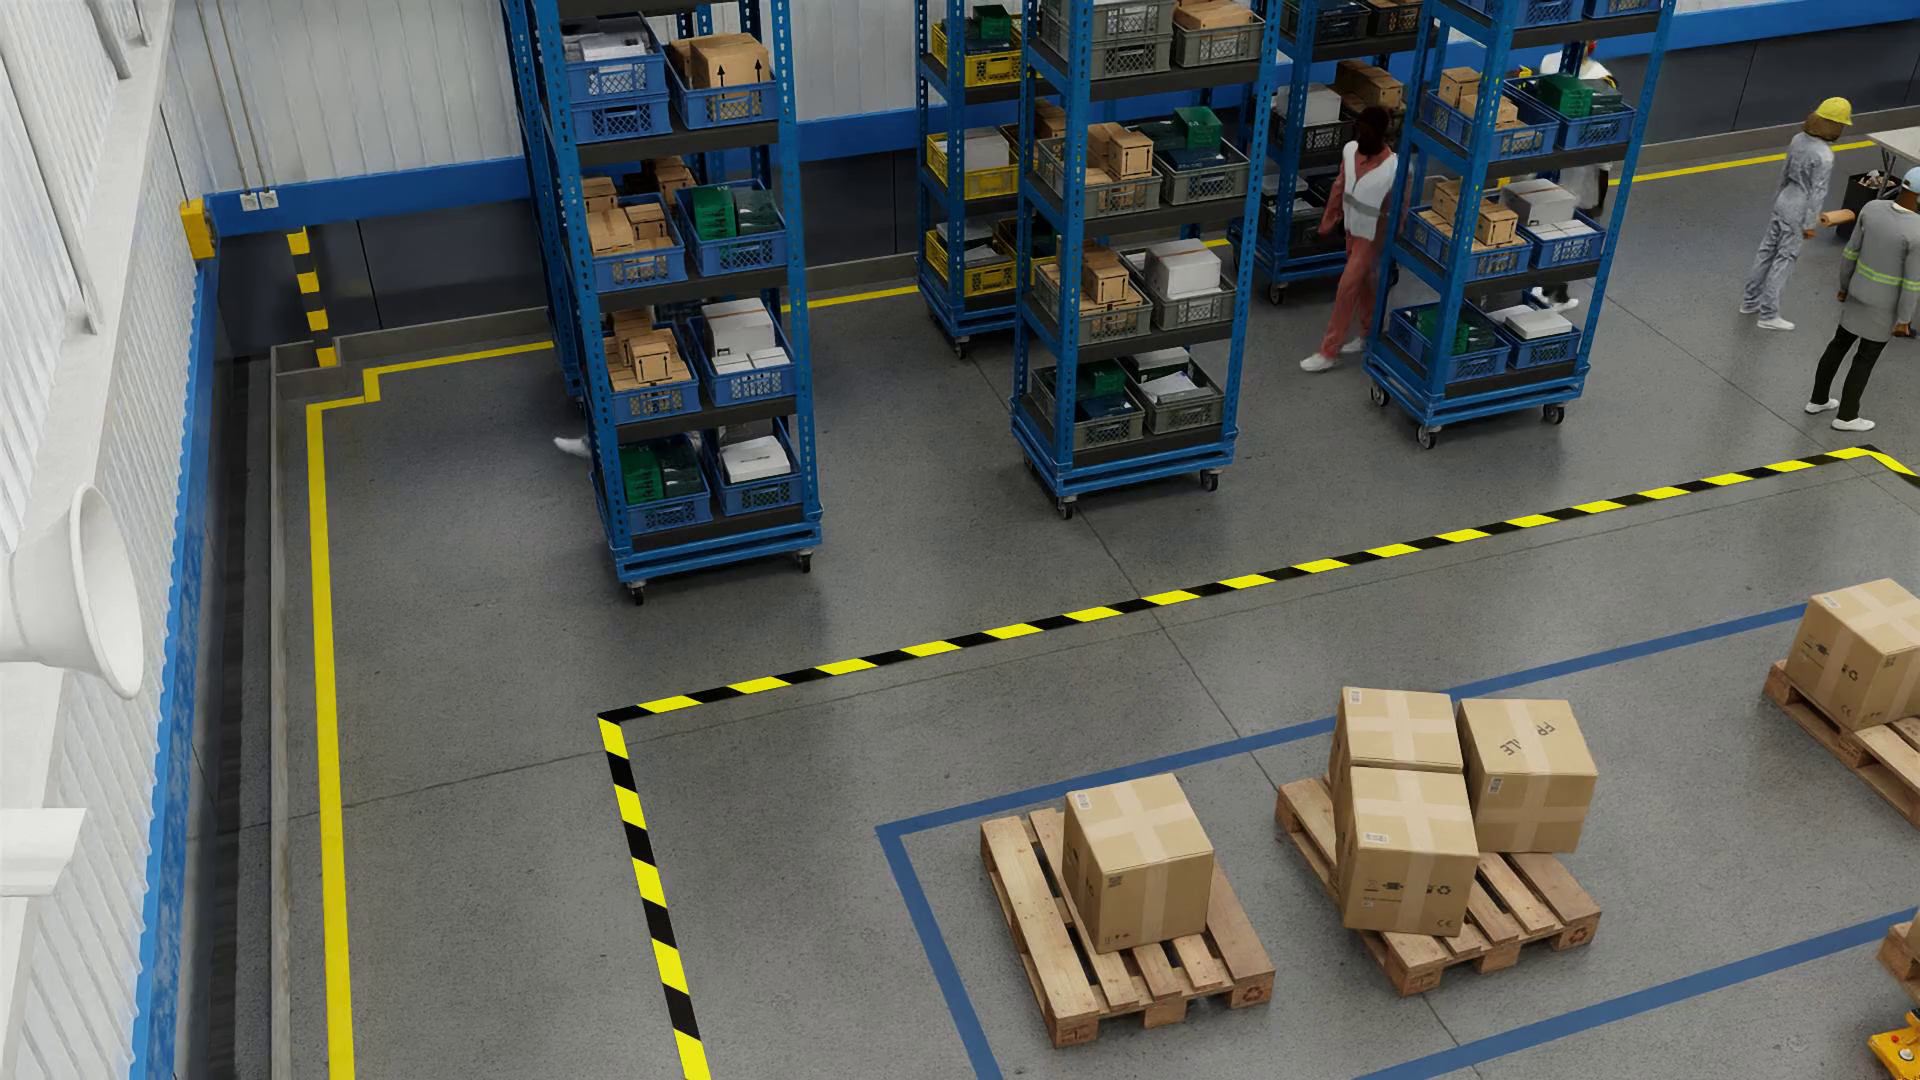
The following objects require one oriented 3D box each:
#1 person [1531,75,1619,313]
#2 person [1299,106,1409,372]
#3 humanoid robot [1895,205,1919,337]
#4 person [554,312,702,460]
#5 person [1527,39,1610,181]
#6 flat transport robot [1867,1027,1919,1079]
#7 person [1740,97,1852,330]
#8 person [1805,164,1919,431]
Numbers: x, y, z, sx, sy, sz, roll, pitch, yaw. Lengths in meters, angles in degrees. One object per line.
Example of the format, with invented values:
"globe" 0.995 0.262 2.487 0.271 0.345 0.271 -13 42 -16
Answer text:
"person" 4.495 -2.474 12.194 0.593 1.848 0.494 -21 40 -27
"person" 2.716 -2.103 11.637 0.885 1.882 0.591 -14 38 -19
"humanoid robot" 7.002 -2.332 12.166 0.618 1.636 0.607 -24 42 -30
"person" -2.154 -1.283 10.545 1.007 1.796 0.645 -4 35 -6
"person" 4.817 -3.252 13.315 0.756 1.824 0.573 -29 44 -34
"flat transport robot" 4.652 2.172 6.952 1.431 0.197 0.652 -8 36 -11
"person" 6.141 -2.397 12.182 0.327 1.732 0.487 -3 35 -4
"person" 6.048 -1.592 10.939 0.395 1.850 0.597 -11 37 -16
